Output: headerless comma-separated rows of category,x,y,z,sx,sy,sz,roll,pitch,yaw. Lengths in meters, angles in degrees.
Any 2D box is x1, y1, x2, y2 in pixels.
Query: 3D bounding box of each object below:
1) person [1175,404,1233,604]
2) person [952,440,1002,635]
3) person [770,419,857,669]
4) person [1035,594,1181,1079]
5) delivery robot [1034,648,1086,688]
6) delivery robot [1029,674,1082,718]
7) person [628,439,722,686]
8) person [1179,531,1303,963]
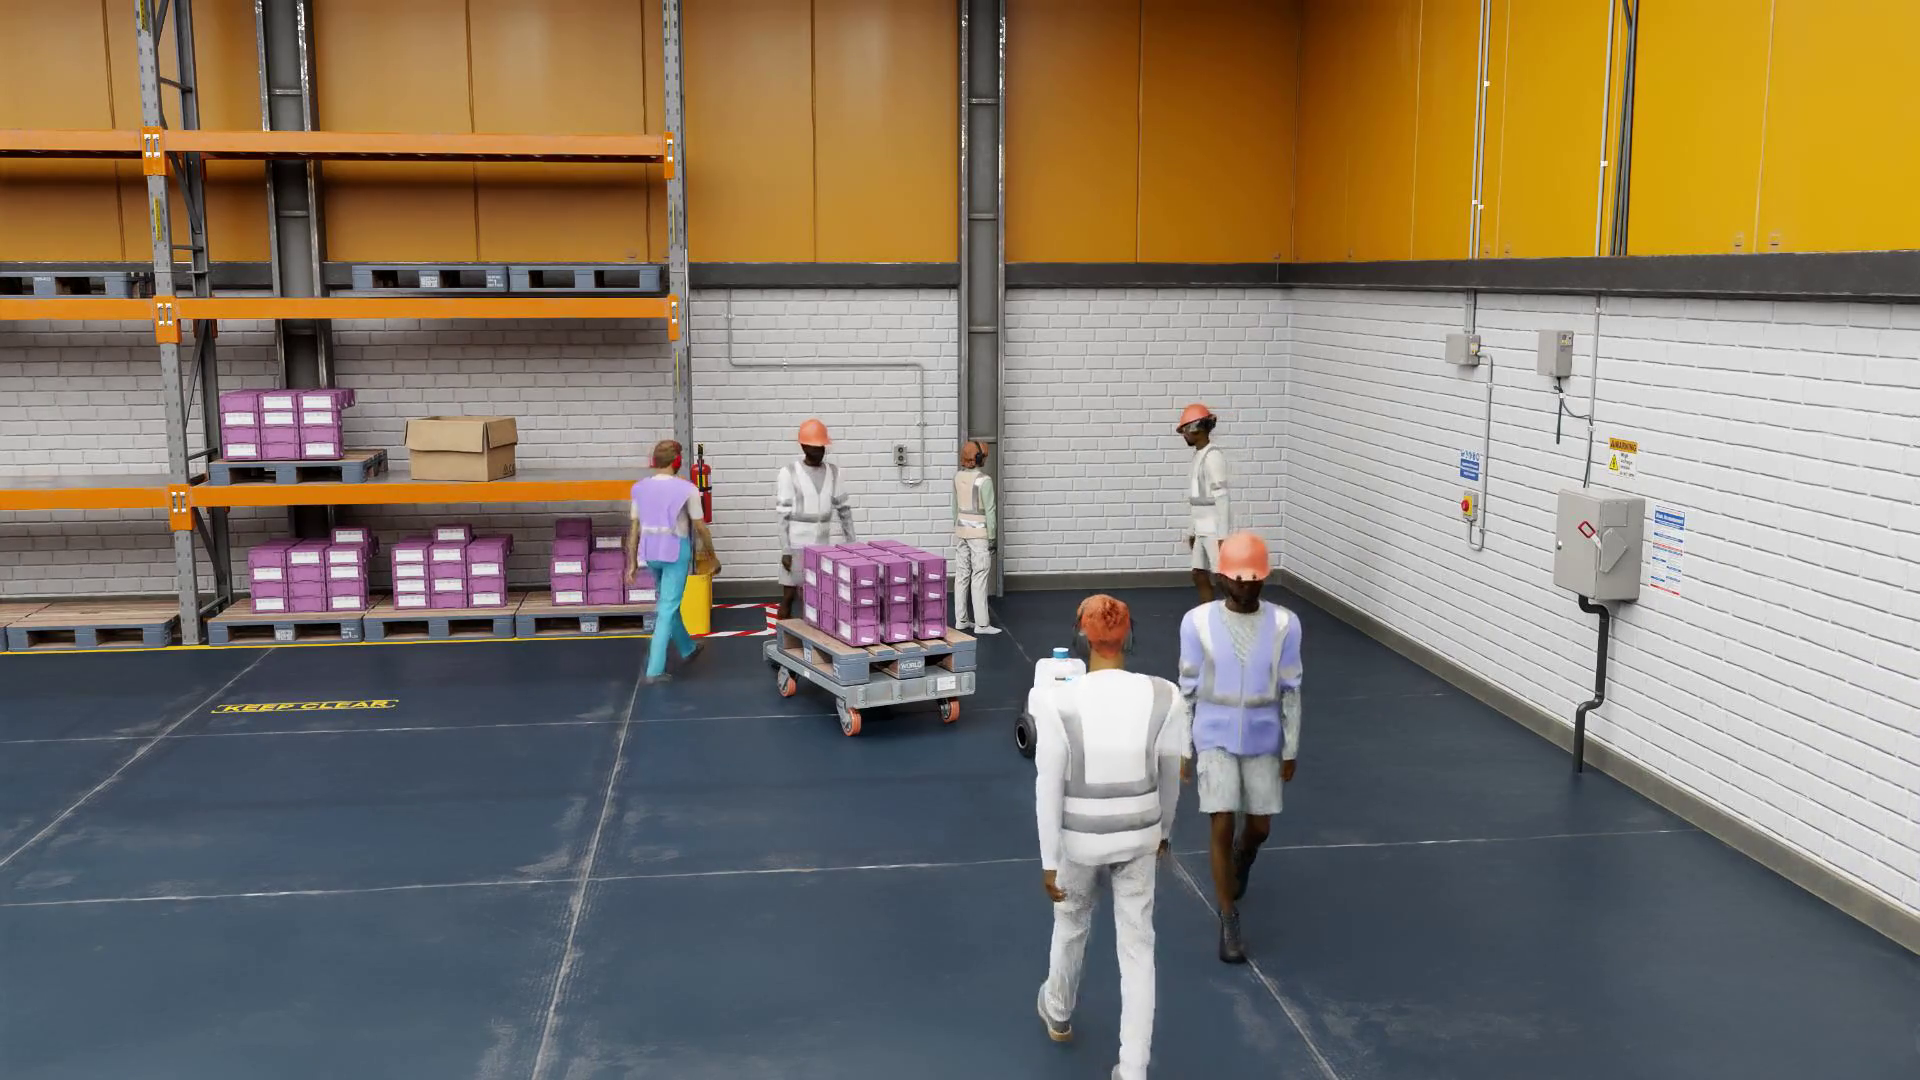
person,2.063,-0.081,13.309,0.646,1.992,0.694,-1,9,-8
person,0.122,-0.019,13.989,0.307,1.641,0.513,-8,12,-39
person,-1.115,0.031,12.766,0.747,1.938,0.477,-6,11,-35
person,0.547,1.111,6.288,0.583,1.835,0.962,-1,9,-7
delivery robot,0.664,0.957,10.981,0.477,0.478,0.707,1,9,4
delivery robot,0.706,1.074,10.251,0.477,0.478,0.707,-4,10,-23
person,-2.138,0.144,12.477,0.587,1.789,0.965,4,10,26
person,1.256,0.880,7.539,0.549,1.912,0.755,0,9,3
